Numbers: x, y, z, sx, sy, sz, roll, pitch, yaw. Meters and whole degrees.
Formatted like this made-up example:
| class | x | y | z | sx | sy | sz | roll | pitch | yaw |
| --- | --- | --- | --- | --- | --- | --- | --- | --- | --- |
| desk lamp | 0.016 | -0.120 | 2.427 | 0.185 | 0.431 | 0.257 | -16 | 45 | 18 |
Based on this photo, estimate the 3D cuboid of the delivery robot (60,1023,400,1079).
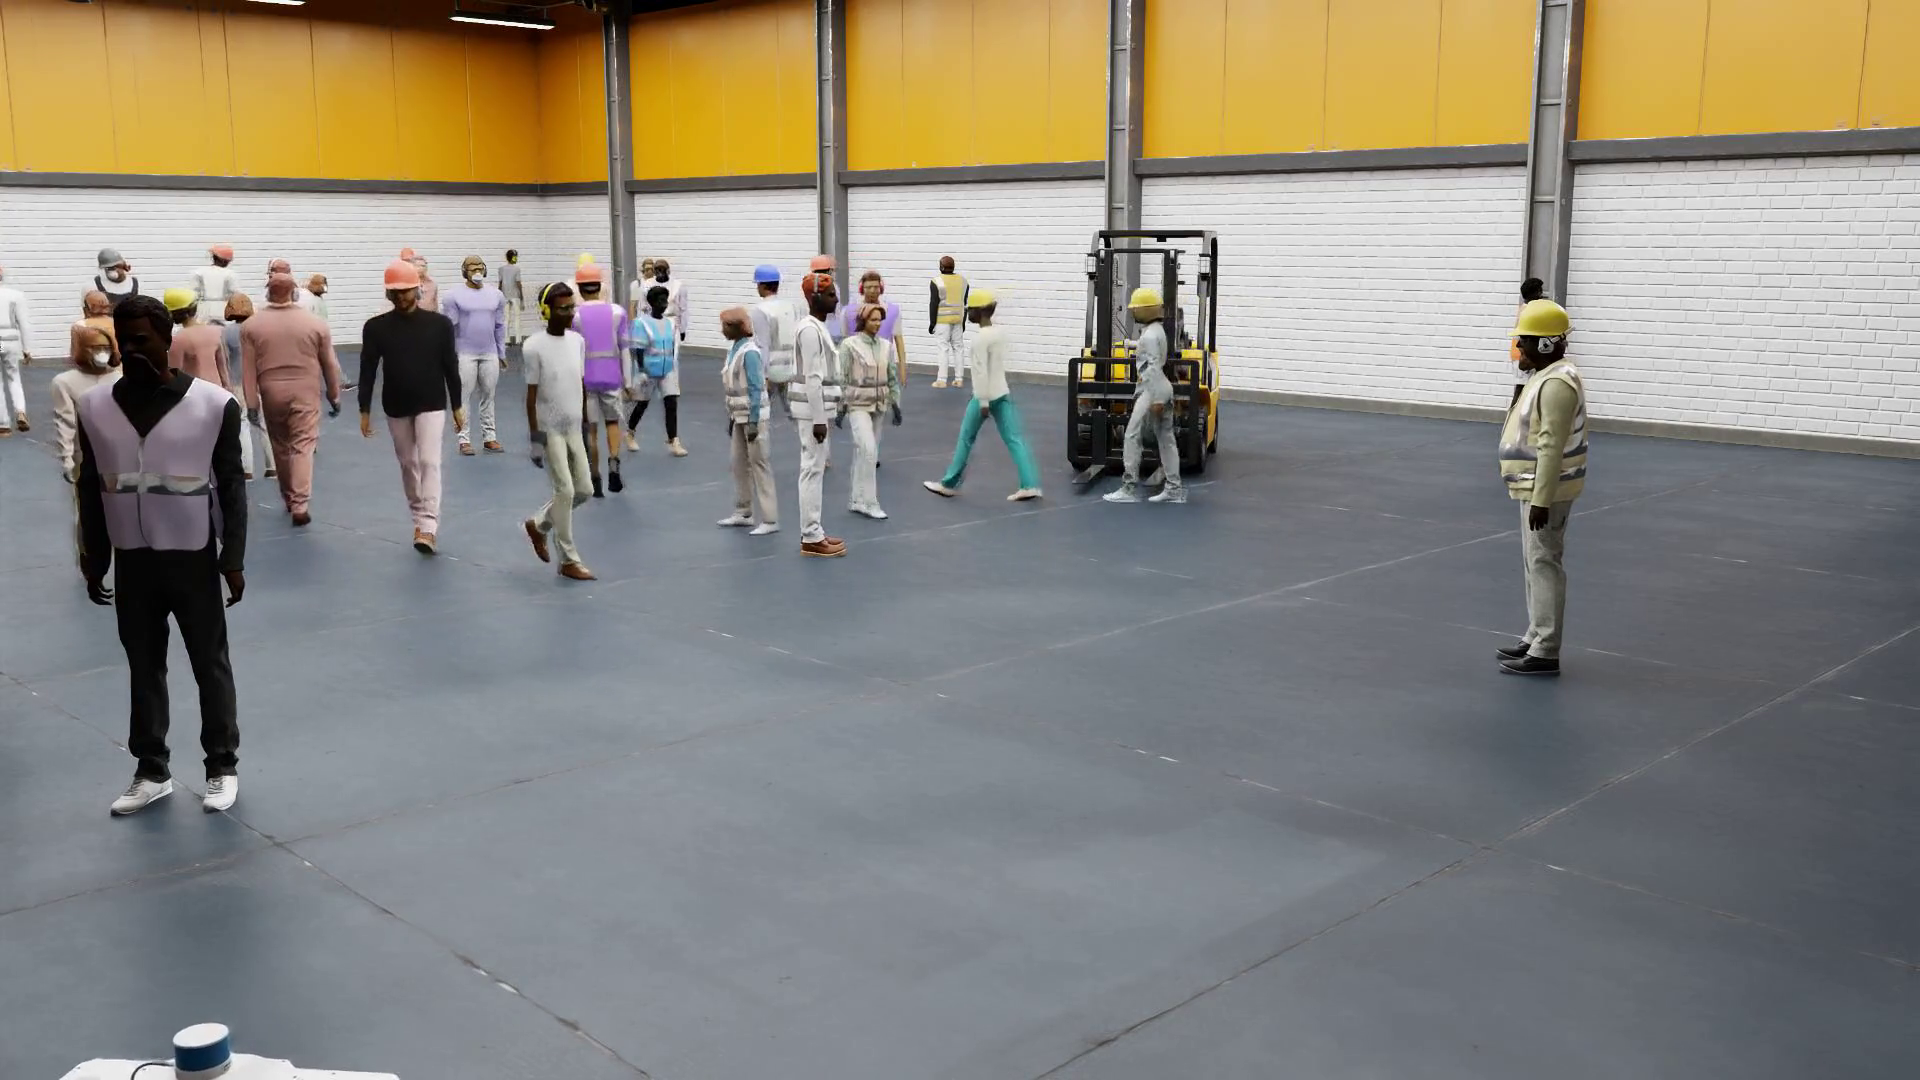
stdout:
| class | x | y | z | sx | sy | sz | roll | pitch | yaw |
| --- | --- | --- | --- | --- | --- | --- | --- | --- | --- |
| delivery robot | -1.503 | 1.213 | 3.330 | 0.707 | 0.478 | 0.477 | 1 | 10 | 6 |

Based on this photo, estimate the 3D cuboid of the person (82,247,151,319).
| class | x | y | z | sx | sy | sz | roll | pitch | yaw |
| --- | --- | --- | --- | --- | --- | --- | --- | --- | --- |
| person | -9.242 | -2.234 | 18.325 | 0.724 | 2.000 | 0.618 | -7 | 13 | -34 |

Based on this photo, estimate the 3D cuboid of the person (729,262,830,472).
| class | x | y | z | sx | sy | sz | roll | pitch | yaw |
| --- | --- | --- | --- | --- | --- | --- | --- | --- | --- |
| person | -1.590 | -1.499 | 14.729 | 1.000 | 1.900 | 0.635 | 6 | 12 | 30 |

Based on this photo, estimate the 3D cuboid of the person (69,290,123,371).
| class | x | y | z | sx | sy | sz | roll | pitch | yaw |
| --- | --- | --- | --- | --- | --- | --- | --- | --- | --- |
| person | -7.974 | -1.497 | 15.433 | 0.540 | 1.614 | 0.674 | -9 | 14 | -42 |

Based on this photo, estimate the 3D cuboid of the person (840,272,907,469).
| class | x | y | z | sx | sy | sz | roll | pitch | yaw |
| --- | --- | --- | --- | --- | --- | --- | --- | --- | --- |
| person | -0.795 | -1.566 | 15.349 | 0.586 | 1.790 | 0.964 | -2 | 11 | -13 |

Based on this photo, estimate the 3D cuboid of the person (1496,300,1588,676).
| class | x | y | z | sx | sy | sz | roll | pitch | yaw |
| --- | --- | --- | --- | --- | --- | --- | --- | --- | --- |
| person | 2.833 | -0.253 | 8.127 | 0.403 | 1.825 | 0.591 | 2 | 11 | 13 |

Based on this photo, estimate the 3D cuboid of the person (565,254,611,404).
| class | x | y | z | sx | sy | sz | roll | pitch | yaw |
| --- | --- | --- | --- | --- | --- | --- | --- | --- | --- |
| person | -4.650 | -2.619 | 20.834 | 0.620 | 1.892 | 0.858 | -4 | 11 | -19 |

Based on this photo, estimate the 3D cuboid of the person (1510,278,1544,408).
| class | x | y | z | sx | sy | sz | roll | pitch | yaw |
| --- | --- | --- | --- | --- | --- | --- | --- | --- | --- |
| person | 5.966 | -1.913 | 17.539 | 0.321 | 1.689 | 0.530 | 3 | 11 | 15 |

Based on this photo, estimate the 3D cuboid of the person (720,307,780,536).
| class | x | y | z | sx | sy | sz | roll | pitch | yaw |
| --- | --- | --- | --- | --- | --- | --- | --- | --- | --- |
| person | -1.530 | -0.854 | 11.957 | 0.367 | 1.620 | 0.597 | -4 | 11 | -23 |

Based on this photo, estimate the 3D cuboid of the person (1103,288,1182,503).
| class | x | y | z | sx | sy | sz | roll | pitch | yaw |
| --- | --- | --- | --- | --- | --- | --- | --- | --- | --- |
| person | 1.451 | -1.138 | 13.236 | 0.728 | 1.713 | 0.499 | 3 | 11 | 16 |

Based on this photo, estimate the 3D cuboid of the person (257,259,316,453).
| class | x | y | z | sx | sy | sz | roll | pitch | yaw |
| --- | --- | --- | --- | --- | --- | --- | --- | --- | --- |
| person | -6.523 | -1.756 | 16.087 | 0.409 | 1.908 | 0.639 | 5 | 12 | 26 |

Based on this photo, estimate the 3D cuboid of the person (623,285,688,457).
| class | x | y | z | sx | sy | sz | roll | pitch | yaw |
| --- | --- | --- | --- | --- | --- | --- | --- | --- | --- |
| person | -3.004 | -1.655 | 16.208 | 0.530 | 1.658 | 0.852 | -10 | 14 | -43 |

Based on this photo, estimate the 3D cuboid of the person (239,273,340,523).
| class | x | y | z | sx | sy | sz | roll | pitch | yaw |
| --- | --- | --- | --- | --- | --- | --- | --- | --- | --- |
| person | -5.026 | -1.072 | 12.522 | 0.653 | 1.854 | 1.017 | -2 | 11 | -13 |

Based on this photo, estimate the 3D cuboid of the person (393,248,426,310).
| class | x | y | z | sx | sy | sz | roll | pitch | yaw |
| --- | --- | --- | --- | --- | --- | --- | --- | --- | --- |
| person | -9.255 | -3.947 | 28.012 | 0.577 | 1.905 | 0.883 | -3 | 11 | -16 |

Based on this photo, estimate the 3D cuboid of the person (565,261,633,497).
| class | x | y | z | sx | sy | sz | roll | pitch | yaw |
| --- | --- | --- | --- | --- | --- | --- | --- | --- | --- |
| person | -2.954 | -1.296 | 13.529 | 0.575 | 1.921 | 0.447 | -5 | 11 | -23 |

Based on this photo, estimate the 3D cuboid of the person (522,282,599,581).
| class | x | y | z | sx | sy | sz | roll | pitch | yaw |
| --- | --- | --- | --- | --- | --- | --- | --- | --- | --- |
| person | -2.517 | -0.676 | 10.344 | 0.583 | 1.851 | 0.538 | 6 | 12 | 31 |

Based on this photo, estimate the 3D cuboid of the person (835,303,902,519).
| class | x | y | z | sx | sy | sz | roll | pitch | yaw |
| --- | --- | --- | --- | --- | --- | --- | --- | --- | --- |
| person | -0.631 | -0.965 | 12.533 | 0.659 | 1.613 | 0.550 | 10 | 14 | 43 |

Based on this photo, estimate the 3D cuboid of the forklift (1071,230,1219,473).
| class | x | y | z | sx | sy | sz | roll | pitch | yaw |
| --- | --- | --- | --- | --- | --- | --- | --- | --- | --- |
| forklift | 1.804 | -1.825 | 15.677 | 1.214 | 2.155 | 2.313 | 2 | 11 | 13 |

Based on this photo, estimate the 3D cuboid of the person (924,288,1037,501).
| class | x | y | z | sx | sy | sz | roll | pitch | yaw |
| --- | --- | --- | --- | --- | --- | --- | --- | --- | --- |
| person | 0.201 | -1.161 | 13.374 | 0.964 | 1.713 | 0.520 | 5 | 12 | 27 |

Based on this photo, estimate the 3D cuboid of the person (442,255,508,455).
| class | x | y | z | sx | sy | sz | roll | pitch | yaw |
| --- | --- | --- | --- | --- | --- | --- | --- | --- | --- |
| person | -4.720 | -1.805 | 16.267 | 0.628 | 1.940 | 0.377 | -8 | 13 | -38 |

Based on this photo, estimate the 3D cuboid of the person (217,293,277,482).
| class | x | y | z | sx | sy | sz | roll | pitch | yaw |
| --- | --- | --- | --- | --- | --- | --- | --- | --- | --- |
| person | -6.206 | -1.324 | 14.473 | 0.274 | 1.632 | 0.503 | 10 | 14 | 42 |

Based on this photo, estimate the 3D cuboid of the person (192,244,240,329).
| class | x | y | z | sx | sy | sz | roll | pitch | yaw |
| --- | --- | --- | --- | --- | --- | --- | --- | --- | --- |
| person | -10.366 | -3.102 | 23.198 | 0.710 | 2.003 | 0.357 | -2 | 11 | -9 |

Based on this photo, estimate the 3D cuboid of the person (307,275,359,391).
| class | x | y | z | sx | sy | sz | roll | pitch | yaw |
| --- | --- | --- | --- | --- | --- | --- | --- | --- | --- |
| person | -8.574 | -2.766 | 22.447 | 0.864 | 1.584 | 0.526 | -1 | 10 | -4 |

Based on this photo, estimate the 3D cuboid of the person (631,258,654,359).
| class | x | y | z | sx | sy | sz | roll | pitch | yaw |
| --- | --- | --- | --- | --- | --- | --- | --- | --- | --- |
| person | -4.492 | -3.146 | 23.937 | 0.518 | 1.820 | 0.874 | -5 | 11 | -24 |

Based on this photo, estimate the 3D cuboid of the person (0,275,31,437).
| class | x | y | z | sx | sy | sz | roll | pitch | yaw |
| --- | --- | --- | --- | --- | --- | --- | --- | --- | --- |
| person | -10.220 | -2.026 | 17.661 | 0.587 | 1.865 | 0.404 | -9 | 14 | -40 |

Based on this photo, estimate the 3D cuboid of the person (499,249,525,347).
| class | x | y | z | sx | sy | sz | roll | pitch | yaw |
| --- | --- | --- | --- | --- | --- | --- | --- | --- | --- |
| person | -8.583 | -4.605 | 31.787 | 0.588 | 1.860 | 0.334 | 4 | 11 | 20 |

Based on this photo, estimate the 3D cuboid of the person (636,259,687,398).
| class | x | y | z | sx | sy | sz | roll | pitch | yaw |
| --- | --- | --- | --- | --- | --- | --- | --- | --- | --- |
| person | -3.913 | -2.758 | 21.795 | 0.637 | 1.824 | 0.588 | 0 | 10 | 2 |

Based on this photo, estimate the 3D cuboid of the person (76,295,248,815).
| class | x | y | z | sx | sy | sz | roll | pitch | yaw |
| --- | --- | --- | --- | --- | --- | --- | --- | --- | --- |
| person | -2.941 | 0.056 | 6.171 | 0.591 | 1.919 | 0.390 | -1 | 10 | -4 |

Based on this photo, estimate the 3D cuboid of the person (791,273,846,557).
| class | x | y | z | sx | sy | sz | roll | pitch | yaw |
| --- | --- | --- | --- | --- | --- | --- | --- | --- | --- |
| person | -0.949 | -0.834 | 11.124 | 0.358 | 1.883 | 0.572 | 0 | 10 | -2 |

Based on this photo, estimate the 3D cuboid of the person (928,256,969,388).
| class | x | y | z | sx | sy | sz | roll | pitch | yaw |
| --- | --- | --- | --- | --- | --- | --- | --- | --- | --- |
| person | -0.175 | -3.057 | 23.359 | 0.619 | 1.845 | 0.430 | -6 | 12 | -31 |

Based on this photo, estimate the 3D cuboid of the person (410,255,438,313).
| class | x | y | z | sx | sy | sz | roll | pitch | yaw |
| --- | --- | --- | --- | --- | --- | --- | --- | --- | --- |
| person | -7.381 | -2.928 | 22.601 | 0.637 | 1.870 | 0.940 | -9 | 13 | -39 |

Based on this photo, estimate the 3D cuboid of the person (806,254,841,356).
| class | x | y | z | sx | sy | sz | roll | pitch | yaw |
| --- | --- | --- | --- | --- | --- | --- | --- | --- | --- |
| person | -1.509 | -2.438 | 19.798 | 0.778 | 1.915 | 0.548 | 5 | 11 | 24 |

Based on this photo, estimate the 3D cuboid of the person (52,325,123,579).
| class | x | y | z | sx | sy | sz | roll | pitch | yaw |
| --- | --- | --- | --- | --- | --- | --- | --- | --- | --- |
| person | -5.186 | -0.497 | 10.043 | 0.491 | 1.609 | 0.763 | -7 | 13 | -34 |

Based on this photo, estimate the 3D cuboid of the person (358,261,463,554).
| class | x | y | z | sx | sy | sz | roll | pitch | yaw |
| --- | --- | --- | --- | --- | --- | --- | --- | --- | --- |
| person | -3.705 | -0.878 | 11.165 | 0.649 | 1.948 | 0.973 | -1 | 10 | -7 |

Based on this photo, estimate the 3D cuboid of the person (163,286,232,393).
| class | x | y | z | sx | sy | sz | roll | pitch | yaw |
| --- | --- | --- | --- | --- | --- | --- | --- | --- | --- |
| person | -5.818 | -1.062 | 12.722 | 0.397 | 1.740 | 0.556 | 3 | 11 | 18 |
